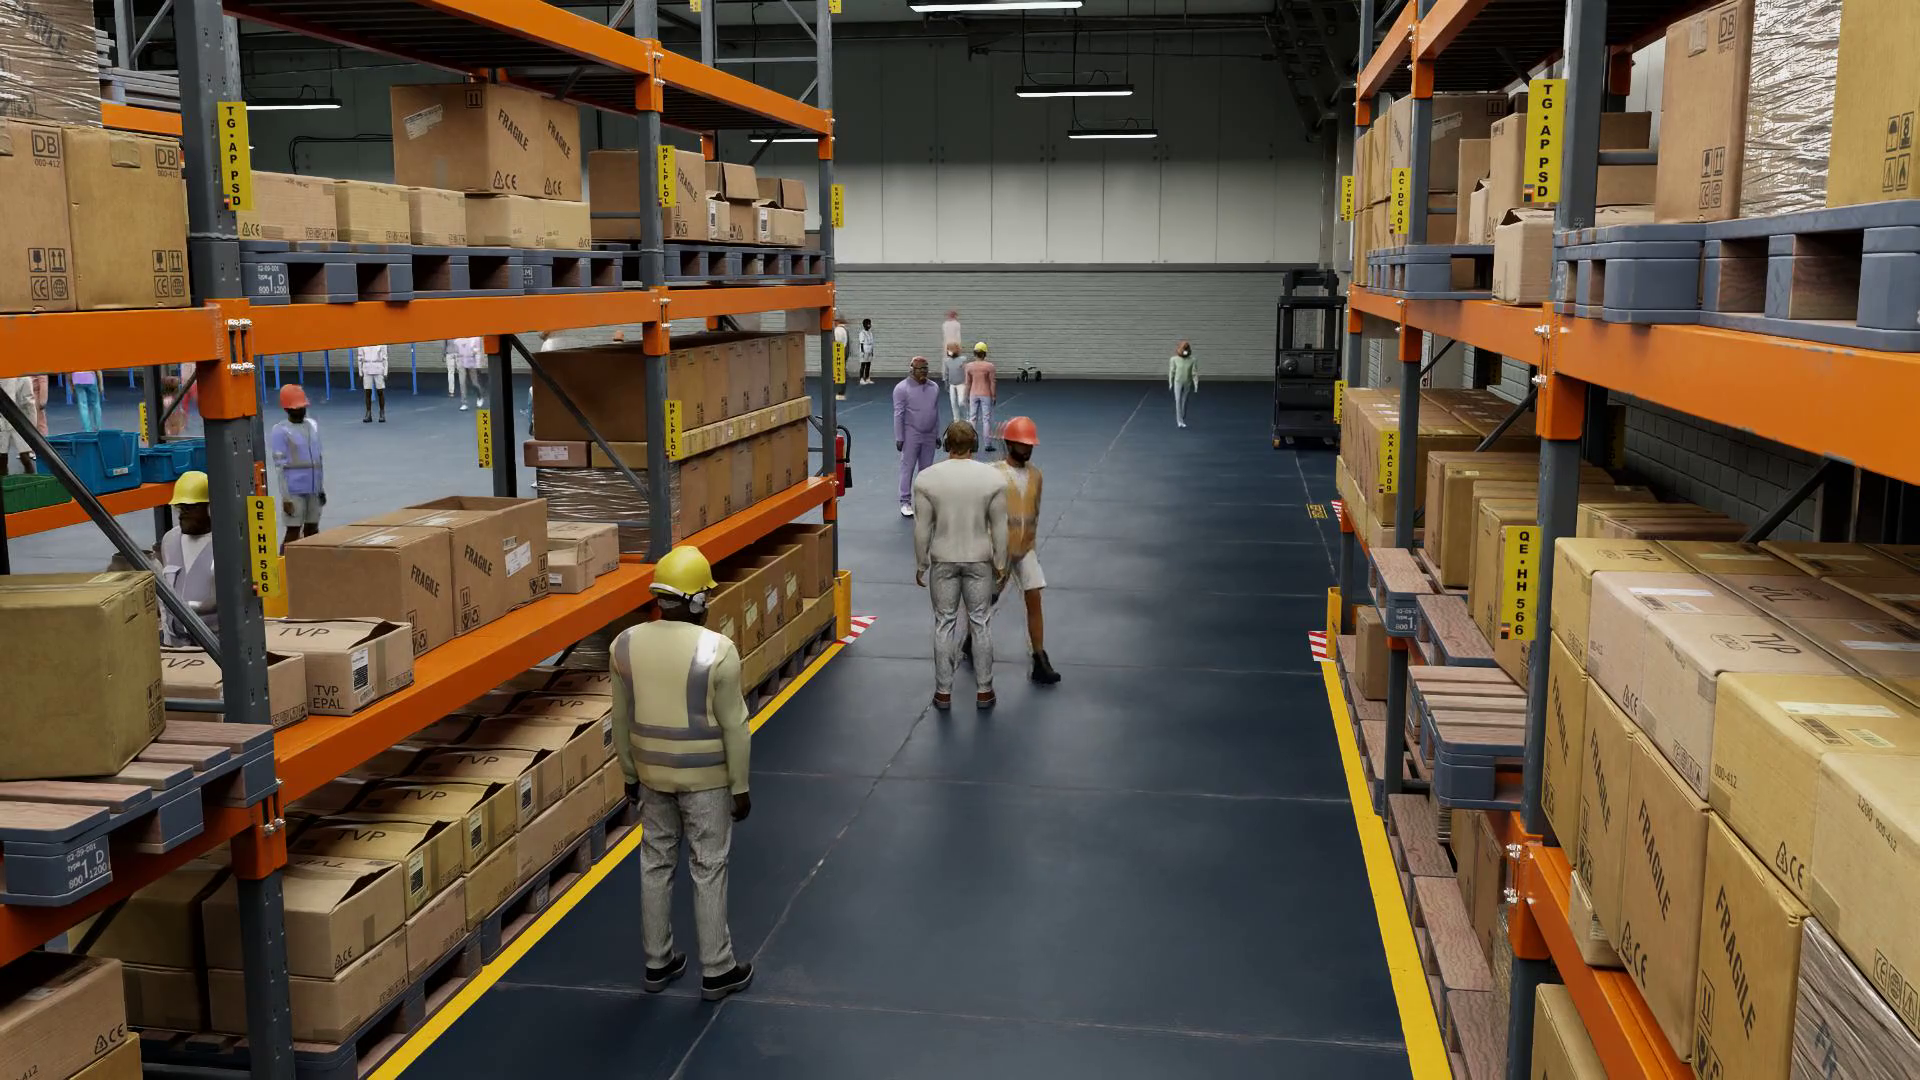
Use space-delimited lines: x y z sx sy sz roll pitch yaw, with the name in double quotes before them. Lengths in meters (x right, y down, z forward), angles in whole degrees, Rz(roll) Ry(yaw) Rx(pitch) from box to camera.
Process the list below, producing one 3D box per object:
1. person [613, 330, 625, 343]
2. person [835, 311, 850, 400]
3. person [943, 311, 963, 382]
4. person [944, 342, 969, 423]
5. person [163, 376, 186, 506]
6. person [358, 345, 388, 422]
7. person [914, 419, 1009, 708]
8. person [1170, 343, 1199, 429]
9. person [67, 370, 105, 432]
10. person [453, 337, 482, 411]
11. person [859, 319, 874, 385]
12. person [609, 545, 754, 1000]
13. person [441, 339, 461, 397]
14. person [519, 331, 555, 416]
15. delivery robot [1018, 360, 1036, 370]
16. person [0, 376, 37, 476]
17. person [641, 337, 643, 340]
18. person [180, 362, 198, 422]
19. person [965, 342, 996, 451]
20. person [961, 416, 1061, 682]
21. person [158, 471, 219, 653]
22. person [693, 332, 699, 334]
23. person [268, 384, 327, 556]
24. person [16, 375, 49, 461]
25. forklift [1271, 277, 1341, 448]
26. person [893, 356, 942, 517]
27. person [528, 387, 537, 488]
"person" -7.384 -3.730 36.096 0.498 1.629 0.266 2 9 10
"person" -2.819 -4.189 37.784 0.613 2.000 0.686 2 9 9
"person" -0.106 -5.117 43.917 0.673 1.855 0.960 9 13 44
"person" -0.059 -2.838 30.638 0.526 1.606 0.399 6 11 31
"person" -9.801 -1.226 20.645 0.451 1.623 0.536 -5 10 -29
"person" -11.355 -3.247 32.167 0.551 1.932 0.377 -1 9 -7
"person" 0.008 0.160 11.149 0.635 1.936 0.353 0 9 -1
"person" 4.158 -2.858 30.841 0.517 1.580 0.869 -1 9 -3
"person" -15.467 -2.743 29.451 0.588 1.799 0.887 -3 10 -19
"person" -10.385 -3.712 35.163 0.589 1.896 0.783 0 9 2
"person" -2.405 -4.838 42.737 0.321 1.689 0.530 5 10 28
"person" -1.102 0.930 6.717 0.601 1.830 0.404 4 10 21
"person" -11.758 -4.309 38.707 0.629 1.940 0.373 -3 10 -19
"person" -8.240 -3.339 33.083 1.022 1.828 0.580 -4 10 -23
"delivery robot" 1.783 -4.652 44.120 0.335 0.223 0.698 6 11 31
"person" -11.781 -1.408 20.592 0.629 2.014 0.438 -2 9 -13
"person" -6.538 -3.598 34.759 0.336 1.812 0.553 -8 12 -40
"person" -14.141 -2.898 30.702 0.906 1.720 0.541 -2 9 -12
"person" 0.342 -2.329 27.022 0.525 1.770 0.306 3 10 20
"person" 0.345 0.038 12.066 0.558 1.896 0.991 -6 11 -31
"person" -4.165 0.528 9.201 0.590 1.833 0.403 2 9 12
"person" -5.405 -3.489 34.504 0.537 1.657 0.874 1 9 4
"person" -5.969 -0.447 15.018 0.425 1.905 0.582 3 10 20
"person" -14.408 -2.192 25.752 0.649 1.906 0.403 4 10 24
"forklift" 5.847 -3.016 27.970 1.129 2.768 1.873 1 9 9
"person" -0.484 -1.246 19.918 0.651 1.906 0.403 -7 11 -35
"person" -5.576 -1.523 22.438 0.514 1.642 0.310 1 9 8
